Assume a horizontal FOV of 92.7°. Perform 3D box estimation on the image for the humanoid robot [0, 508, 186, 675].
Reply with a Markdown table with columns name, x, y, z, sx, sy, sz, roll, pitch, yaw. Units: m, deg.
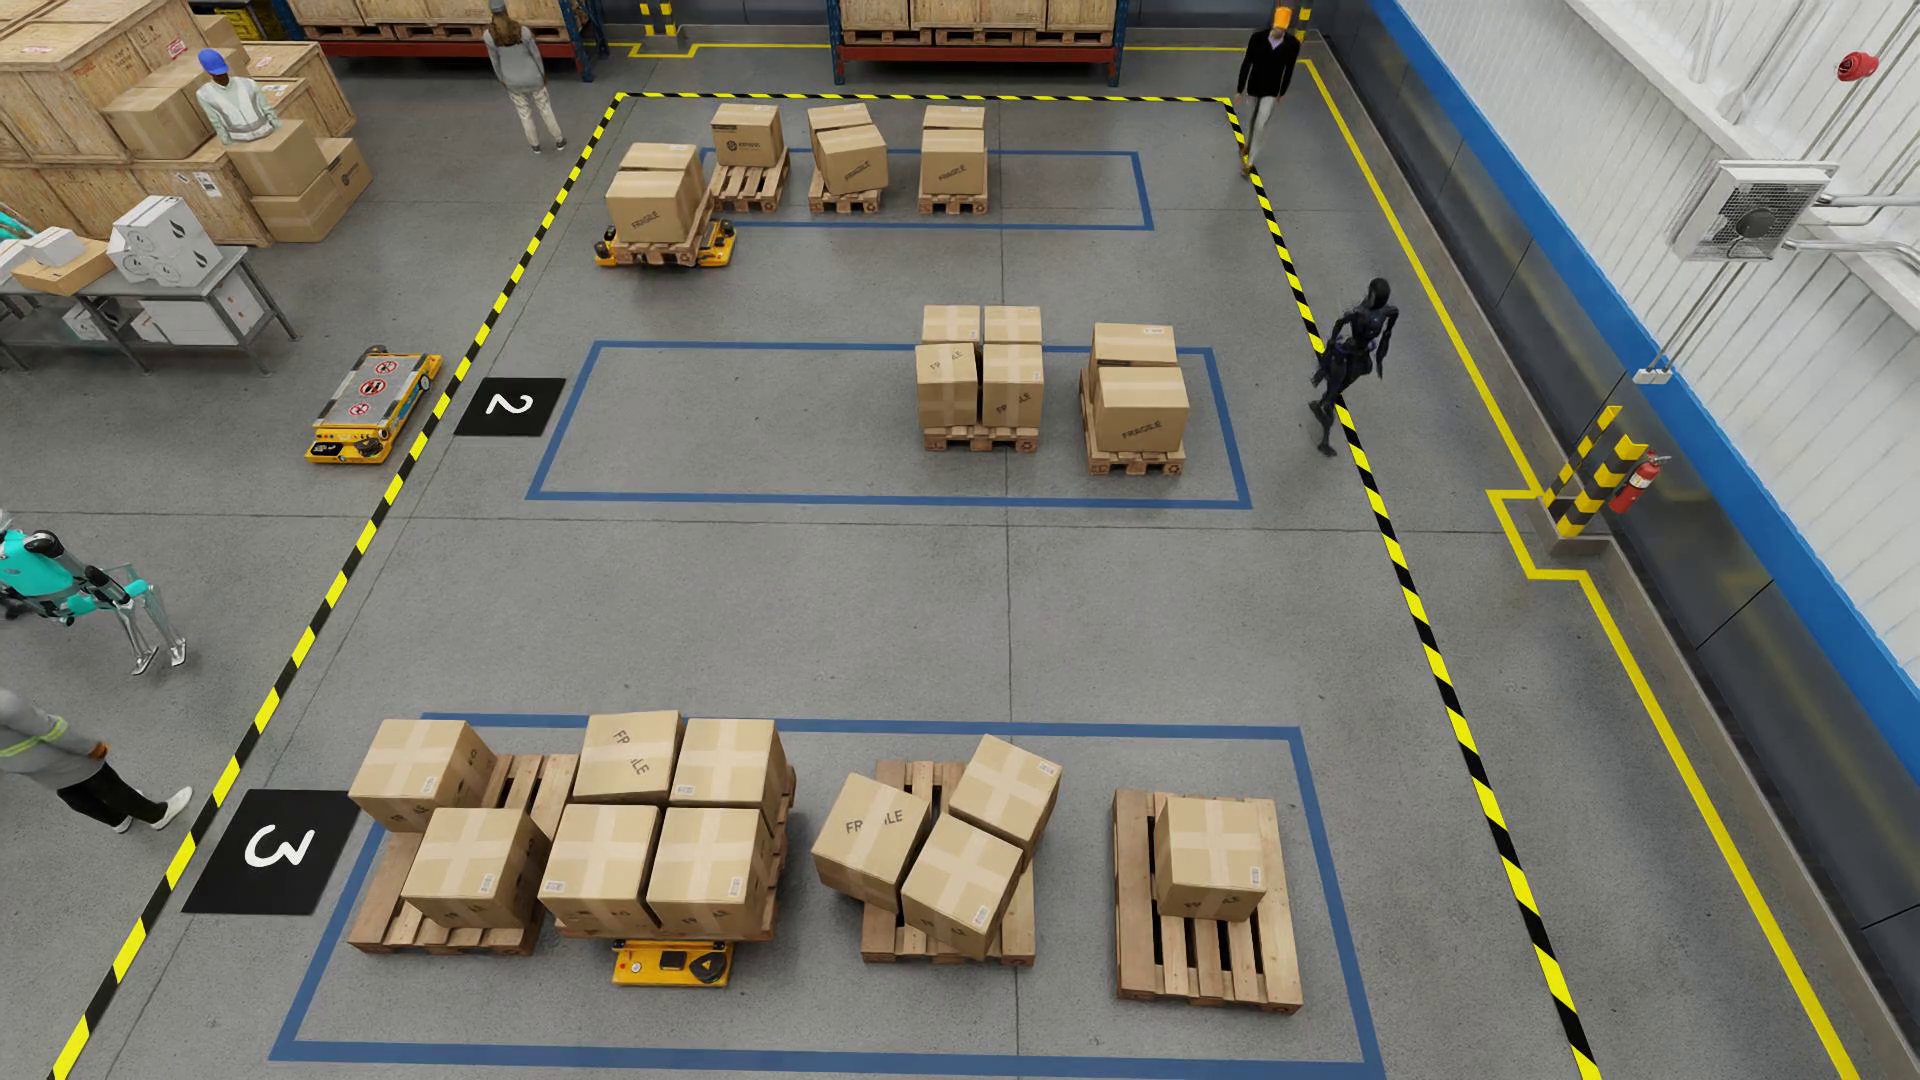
| name | x | y | z | sx | sy | sz | roll | pitch | yaw |
| --- | --- | --- | --- | --- | --- | --- | --- | --- | --- |
| humanoid robot | -5.811 | 0.252 | 6.103 | 0.533 | 1.677 | 0.735 | -11 | 51 | -10 |

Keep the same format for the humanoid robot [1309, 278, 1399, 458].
| name | x | y | z | sx | sy | sz | roll | pitch | yaw |
| --- | --- | --- | --- | --- | --- | --- | --- | --- | --- |
| humanoid robot | 3.326 | -1.494 | 7.742 | 0.610 | 1.622 | 0.787 | -7 | 50 | -6 |

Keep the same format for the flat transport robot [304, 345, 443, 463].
| name | x | y | z | sx | sy | sz | roll | pitch | yaw |
| --- | --- | --- | --- | --- | --- | --- | --- | --- | --- |
| flat transport robot | -5.383 | -1.269 | 8.441 | 0.659 | 0.231 | 1.431 | 1 | 50 | 1 |

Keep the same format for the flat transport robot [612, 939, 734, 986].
| name | x | y | z | sx | sy | sz | roll | pitch | yaw |
| --- | --- | --- | --- | --- | --- | --- | --- | --- | --- |
| flat transport robot | -1.659 | 1.971 | 5.681 | 0.652 | 0.197 | 1.431 | 1 | 50 | 1 |

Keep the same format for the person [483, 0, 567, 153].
| name | x | y | z | sx | sy | sz | roll | pitch | yaw |
| --- | --- | --- | --- | --- | --- | --- | --- | --- | --- |
| person | -5.307 | -5.603 | 11.124 | 0.564 | 1.769 | 0.393 | -11 | 51 | -9 |

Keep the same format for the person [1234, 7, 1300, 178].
| name | x | y | z | sx | sy | sz | roll | pitch | yaw |
| --- | --- | --- | --- | --- | --- | --- | --- | --- | --- |
| person | 3.565 | -5.298 | 10.825 | 0.587 | 1.828 | 1.027 | 21 | 53 | 17 |

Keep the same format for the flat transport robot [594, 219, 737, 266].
| name | x | y | z | sx | sy | sz | roll | pitch | yaw |
| --- | --- | --- | --- | --- | --- | --- | --- | --- | --- |
| flat transport robot | -3.252 | -3.306 | 10.146 | 1.431 | 0.197 | 0.652 | 1 | 50 | 1 |

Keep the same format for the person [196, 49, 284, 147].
| name | x | y | z | sx | sy | sz | roll | pitch | yaw |
| --- | --- | --- | --- | --- | --- | --- | --- | --- | --- |
| person | -7.584 | -4.294 | 9.909 | 0.602 | 1.939 | 0.412 | -34 | 58 | -25 |

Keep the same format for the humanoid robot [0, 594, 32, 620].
| name | x | y | z | sx | sy | sz | roll | pitch | yaw |
| --- | --- | --- | --- | --- | --- | --- | --- | --- | --- |
| humanoid robot | -7.325 | -0.085 | 6.522 | 0.480 | 1.648 | 0.601 | -11 | 51 | -9 |

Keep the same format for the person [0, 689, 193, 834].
| name | x | y | z | sx | sy | sz | roll | pitch | yaw |
| --- | --- | --- | --- | --- | --- | --- | --- | --- | --- |
| person | -5.322 | 1.189 | 5.326 | 0.588 | 1.850 | 0.396 | 0 | 50 | 0 |

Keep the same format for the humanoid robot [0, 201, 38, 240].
| name | x | y | z | sx | sy | sz | roll | pitch | yaw |
| --- | --- | --- | --- | --- | --- | --- | --- | --- | --- |
| humanoid robot | -9.792 | -3.314 | 9.191 | 0.734 | 1.765 | 0.544 | 4 | 50 | 3 |
